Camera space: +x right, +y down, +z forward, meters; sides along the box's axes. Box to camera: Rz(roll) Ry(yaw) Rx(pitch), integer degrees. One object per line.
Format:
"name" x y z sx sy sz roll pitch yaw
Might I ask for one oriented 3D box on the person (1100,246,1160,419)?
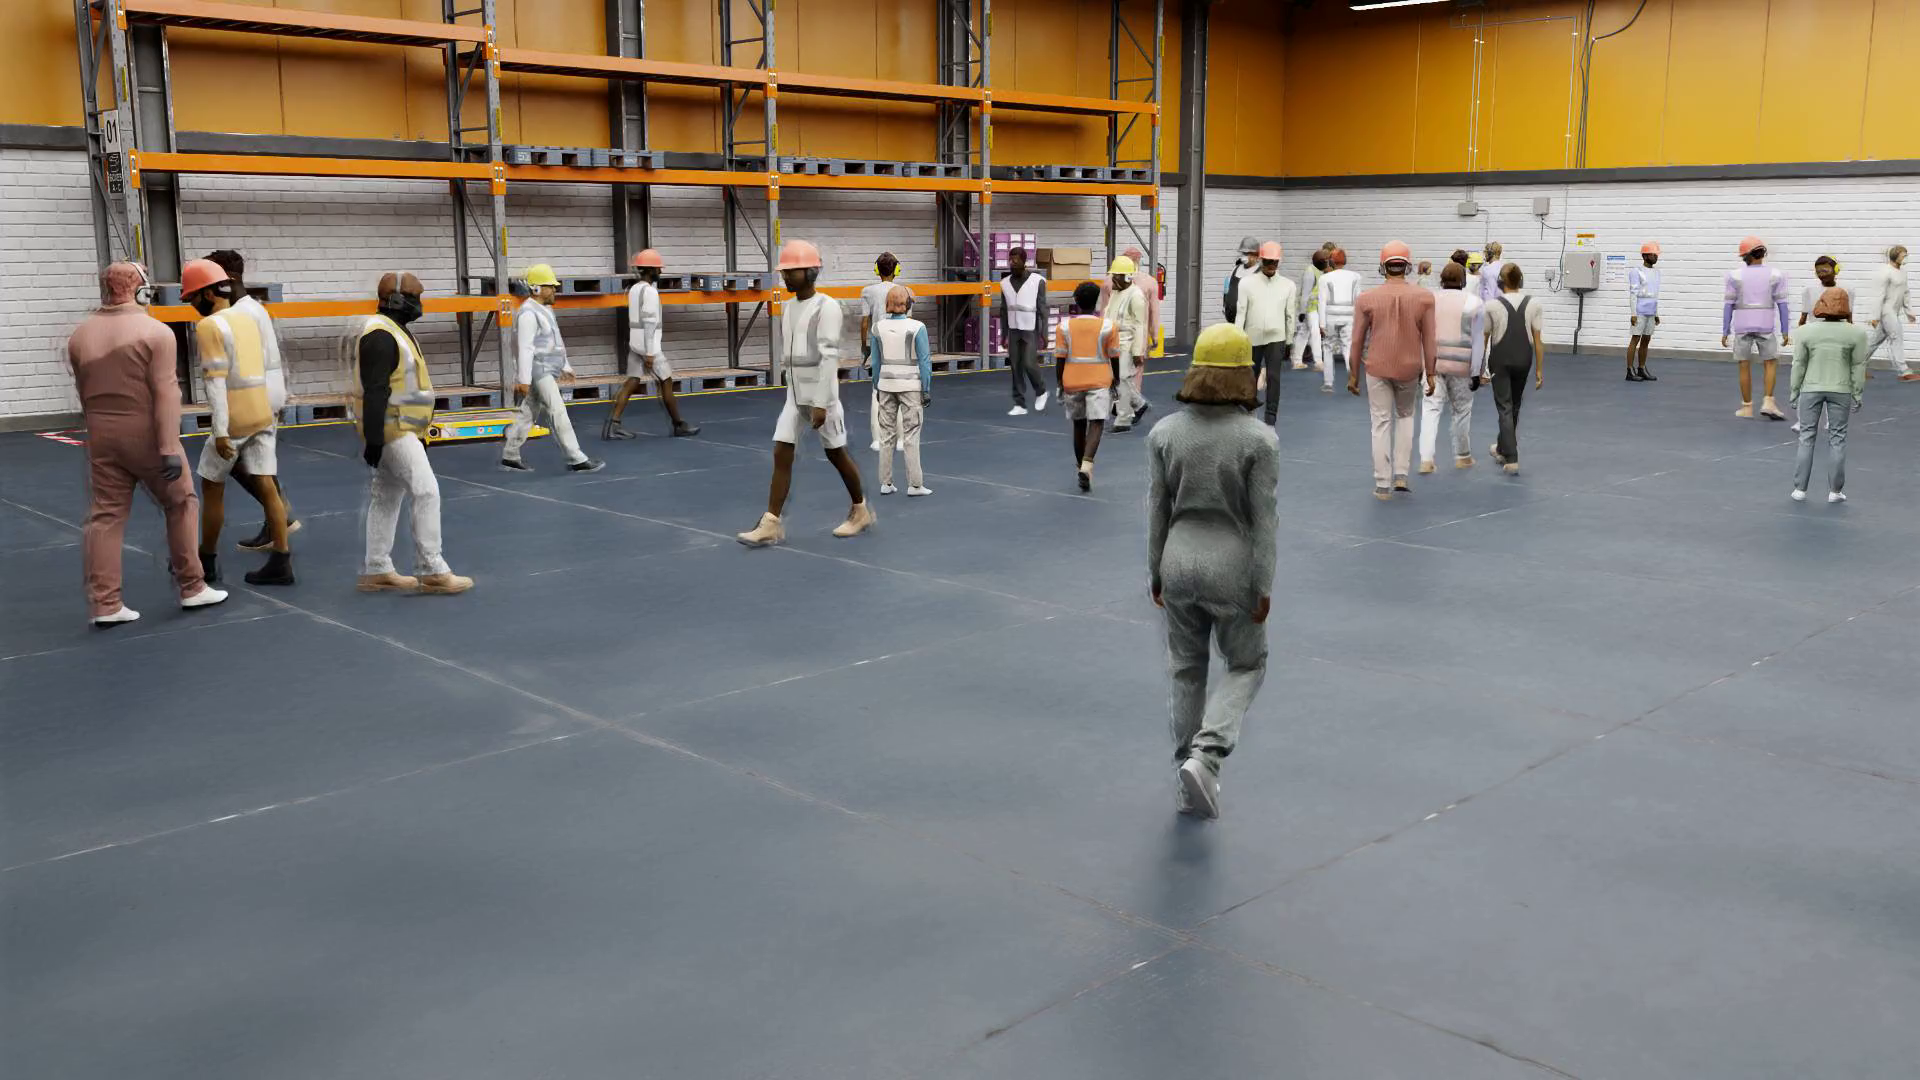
"person" 1.894 -2.289 18.419 0.672 1.894 0.430 3 11 17

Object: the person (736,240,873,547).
"person" -0.976 -0.957 10.910 1.055 1.992 0.631 -10 14 -42

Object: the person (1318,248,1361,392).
"person" 4.863 -2.794 21.273 0.590 1.861 0.696 -1 10 -5

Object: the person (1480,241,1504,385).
"person" 7.214 -3.072 22.572 0.355 1.938 0.637 8 13 37

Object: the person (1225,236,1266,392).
"person" 3.611 -2.766 20.629 0.717 2.000 0.697 -7 13 -35

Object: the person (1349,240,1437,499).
"person" 3.329 -1.311 12.857 0.652 1.974 0.550 1 10 7

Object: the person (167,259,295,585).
"person" -4.267 -0.670 9.631 0.893 1.874 0.565 2 11 13

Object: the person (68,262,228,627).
"person" -4.297 -0.511 8.763 0.684 1.872 0.872 2 11 13

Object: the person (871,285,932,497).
"person" -0.457 -1.149 12.910 0.512 1.638 0.307 5 12 27

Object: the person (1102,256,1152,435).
"person" 1.709 -1.976 16.926 0.516 1.817 0.603 -3 11 -18

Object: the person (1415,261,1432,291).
"person" 7.702 -3.832 27.660 0.887 1.582 0.532 2 11 9

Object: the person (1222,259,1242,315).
"person" 4.625 -3.831 27.522 0.540 1.648 0.911 3 11 17

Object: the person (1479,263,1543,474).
"person" 4.732 -1.490 14.379 0.522 1.782 0.987 0 10 1

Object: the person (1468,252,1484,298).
"person" 7.629 -3.385 24.750 0.327 1.769 0.525 -10 14 -42

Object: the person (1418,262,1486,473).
"person" 4.183 -1.468 14.273 0.637 1.809 0.888 6 12 30

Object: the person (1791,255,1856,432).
"person" 8.845 -1.999 17.078 0.534 1.817 0.755 5 11 24

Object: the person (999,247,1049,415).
"person" 0.738 -2.347 18.739 0.649 1.895 0.490 7 12 33

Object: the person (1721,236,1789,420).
"person" 8.747 -2.321 18.302 0.685 2.015 0.549 4 11 21

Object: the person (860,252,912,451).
"person" -0.682 -1.770 15.671 0.534 1.866 0.315 0 10 2

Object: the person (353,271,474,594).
"person" -3.070 -0.594 9.404 0.770 1.811 0.647 -2 11 -10

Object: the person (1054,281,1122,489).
"person" 1.014 -1.250 13.383 0.534 1.670 0.814 3 11 16

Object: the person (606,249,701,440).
"person" -3.110 -1.934 16.522 0.986 1.889 0.562 -7 12 -33

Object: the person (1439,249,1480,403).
"person" 5.975 -2.590 20.183 0.555 1.846 0.767 -1 10 -6

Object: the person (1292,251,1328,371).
"person" 5.305 -3.426 24.942 0.683 1.799 0.653 5 11 23

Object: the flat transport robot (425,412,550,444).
"flat transport robot" -4.864 -1.115 16.451 1.431 0.197 0.652 -7 13 -35

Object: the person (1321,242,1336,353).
"person" 6.246 -4.133 28.455 0.648 1.909 0.623 -1 10 -8

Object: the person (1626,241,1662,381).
"person" 9.539 -3.178 23.146 0.544 1.942 0.347 -6 12 -29

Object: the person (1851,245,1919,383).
"person" 12.924 -3.136 23.086 0.644 1.893 1.017 -9 14 -40

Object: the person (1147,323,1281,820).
"person" 0.838 0.128 5.704 0.494 1.731 0.508 6 12 30

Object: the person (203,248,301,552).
"person" -4.534 -0.875 10.581 0.452 1.939 0.642 -2 11 -12

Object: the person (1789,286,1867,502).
"person" 6.598 -1.105 12.670 0.507 1.636 0.274 6 12 28

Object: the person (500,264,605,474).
"person" -3.530 -1.441 14.123 0.919 1.785 0.589 -1 10 -5

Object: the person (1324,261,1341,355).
"person" 6.267 -3.931 28.166 0.866 1.590 0.525 5 11 25

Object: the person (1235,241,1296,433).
"person" 3.112 -2.068 17.020 0.621 1.970 0.806 1 10 7
